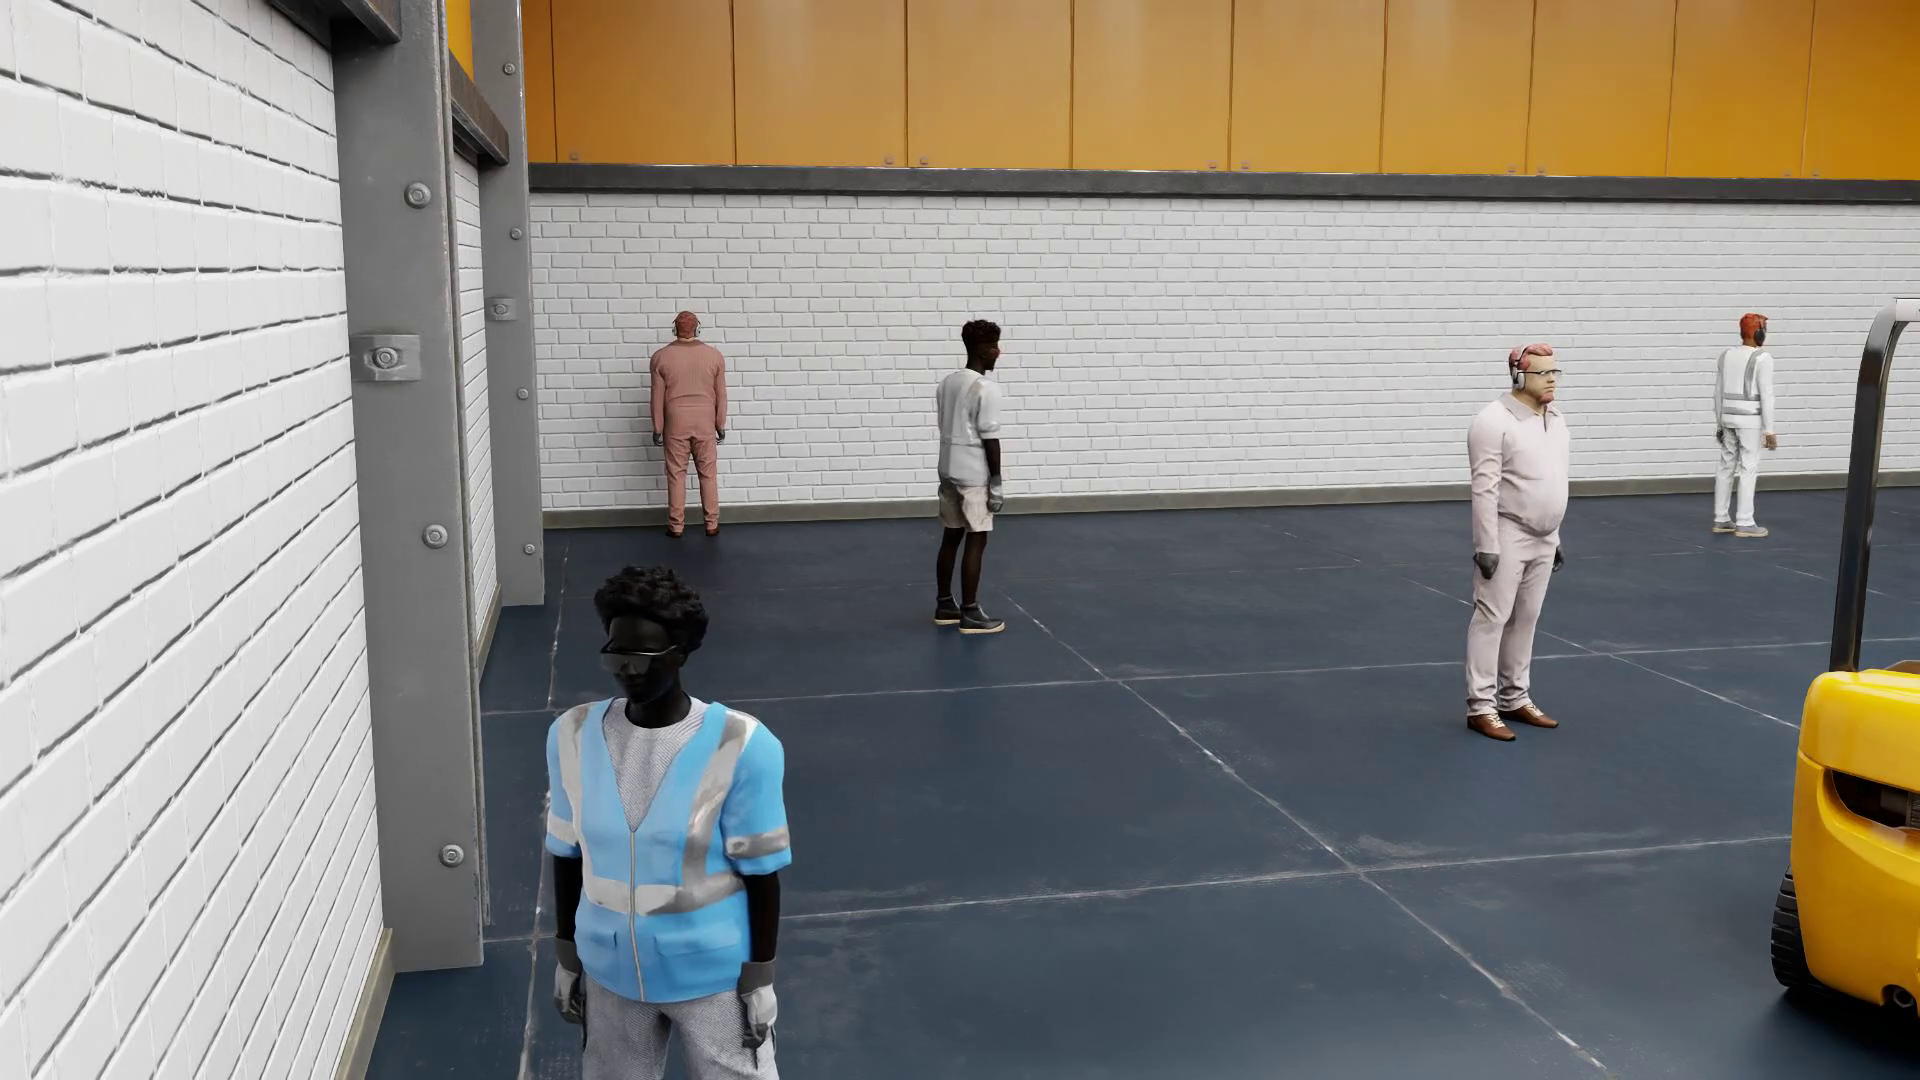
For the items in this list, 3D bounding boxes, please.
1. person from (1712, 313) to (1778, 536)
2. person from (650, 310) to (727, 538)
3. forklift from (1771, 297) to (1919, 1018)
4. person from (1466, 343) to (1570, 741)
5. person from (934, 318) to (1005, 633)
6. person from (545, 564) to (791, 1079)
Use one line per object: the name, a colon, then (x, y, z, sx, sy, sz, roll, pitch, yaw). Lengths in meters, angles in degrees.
person: (6.646, -0.969, 14.078, 0.381, 1.881, 0.593, -3, 10, -17)
person: (-2.277, -0.966, 13.975, 0.644, 1.908, 0.408, -3, 10, -16)
forklift: (3.542, 0.334, 5.177, 2.313, 2.155, 1.214, -9, 13, -43)
person: (2.732, 0.001, 8.074, 0.639, 1.911, 0.402, -7, 11, -35)
person: (0.074, -0.400, 10.397, 0.402, 1.954, 0.609, -6, 11, -31)
person: (-0.599, 0.876, 3.410, 0.536, 1.690, 0.321, 2, 10, 15)
